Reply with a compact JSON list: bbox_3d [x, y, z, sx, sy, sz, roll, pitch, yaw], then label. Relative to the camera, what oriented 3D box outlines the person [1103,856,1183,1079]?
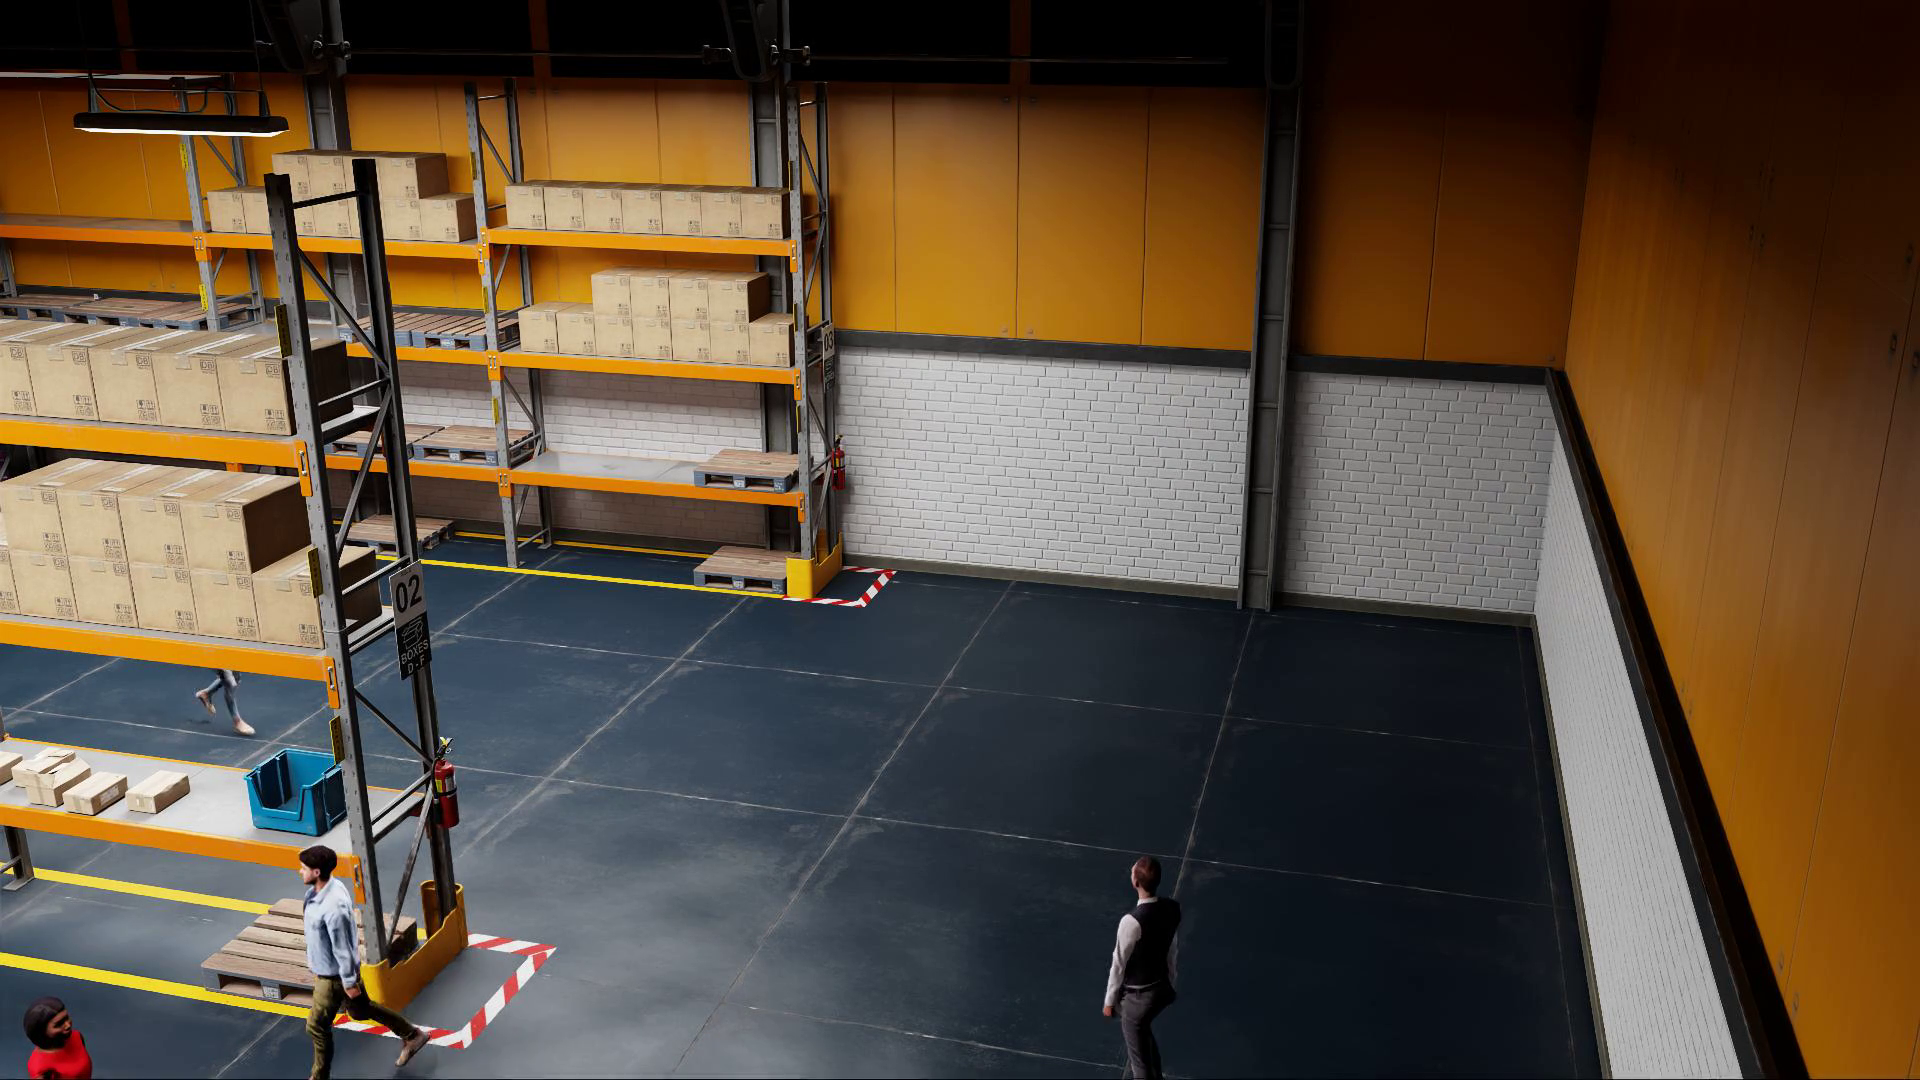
[{"bbox_3d":[1.242,2.930,10.582,0.765,1.923,0.780,-16,25,-40],"label":"person"}]

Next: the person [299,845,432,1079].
[{"bbox_3d":[-4.040,2.847,11.065,1.272,1.773,1.143,-7,20,-21],"label":"person"}]

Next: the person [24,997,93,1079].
[{"bbox_3d":[-5.082,3.384,9.515,0.551,1.744,0.610,1,19,4],"label":"person"}]
